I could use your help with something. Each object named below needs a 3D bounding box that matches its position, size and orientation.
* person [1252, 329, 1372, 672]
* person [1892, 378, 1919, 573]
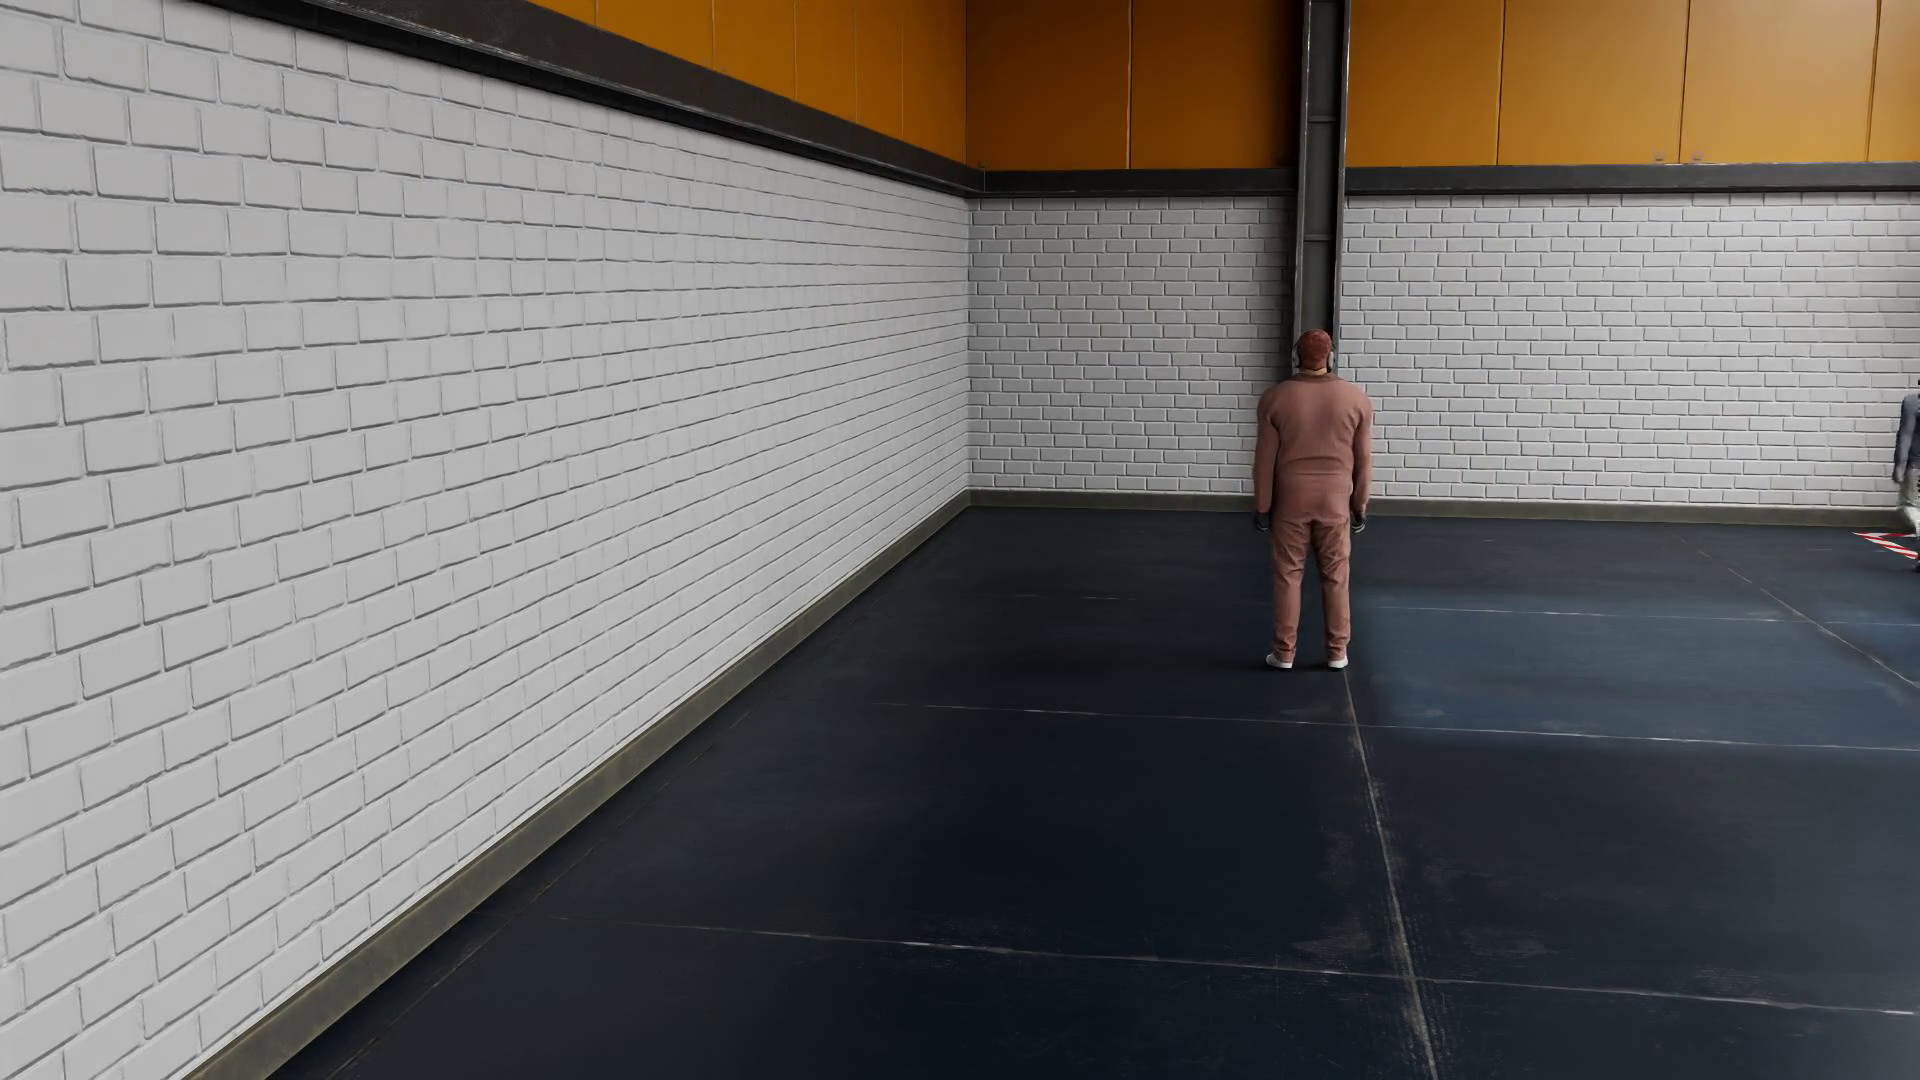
[{"bbox_3d":[1.944,-0.215,9.238,0.652,1.904,0.403,0,9,2],"label":"person"},{"bbox_3d":[7.058,-0.527,12.058,0.516,1.616,0.463,1,9,5],"label":"person"}]
